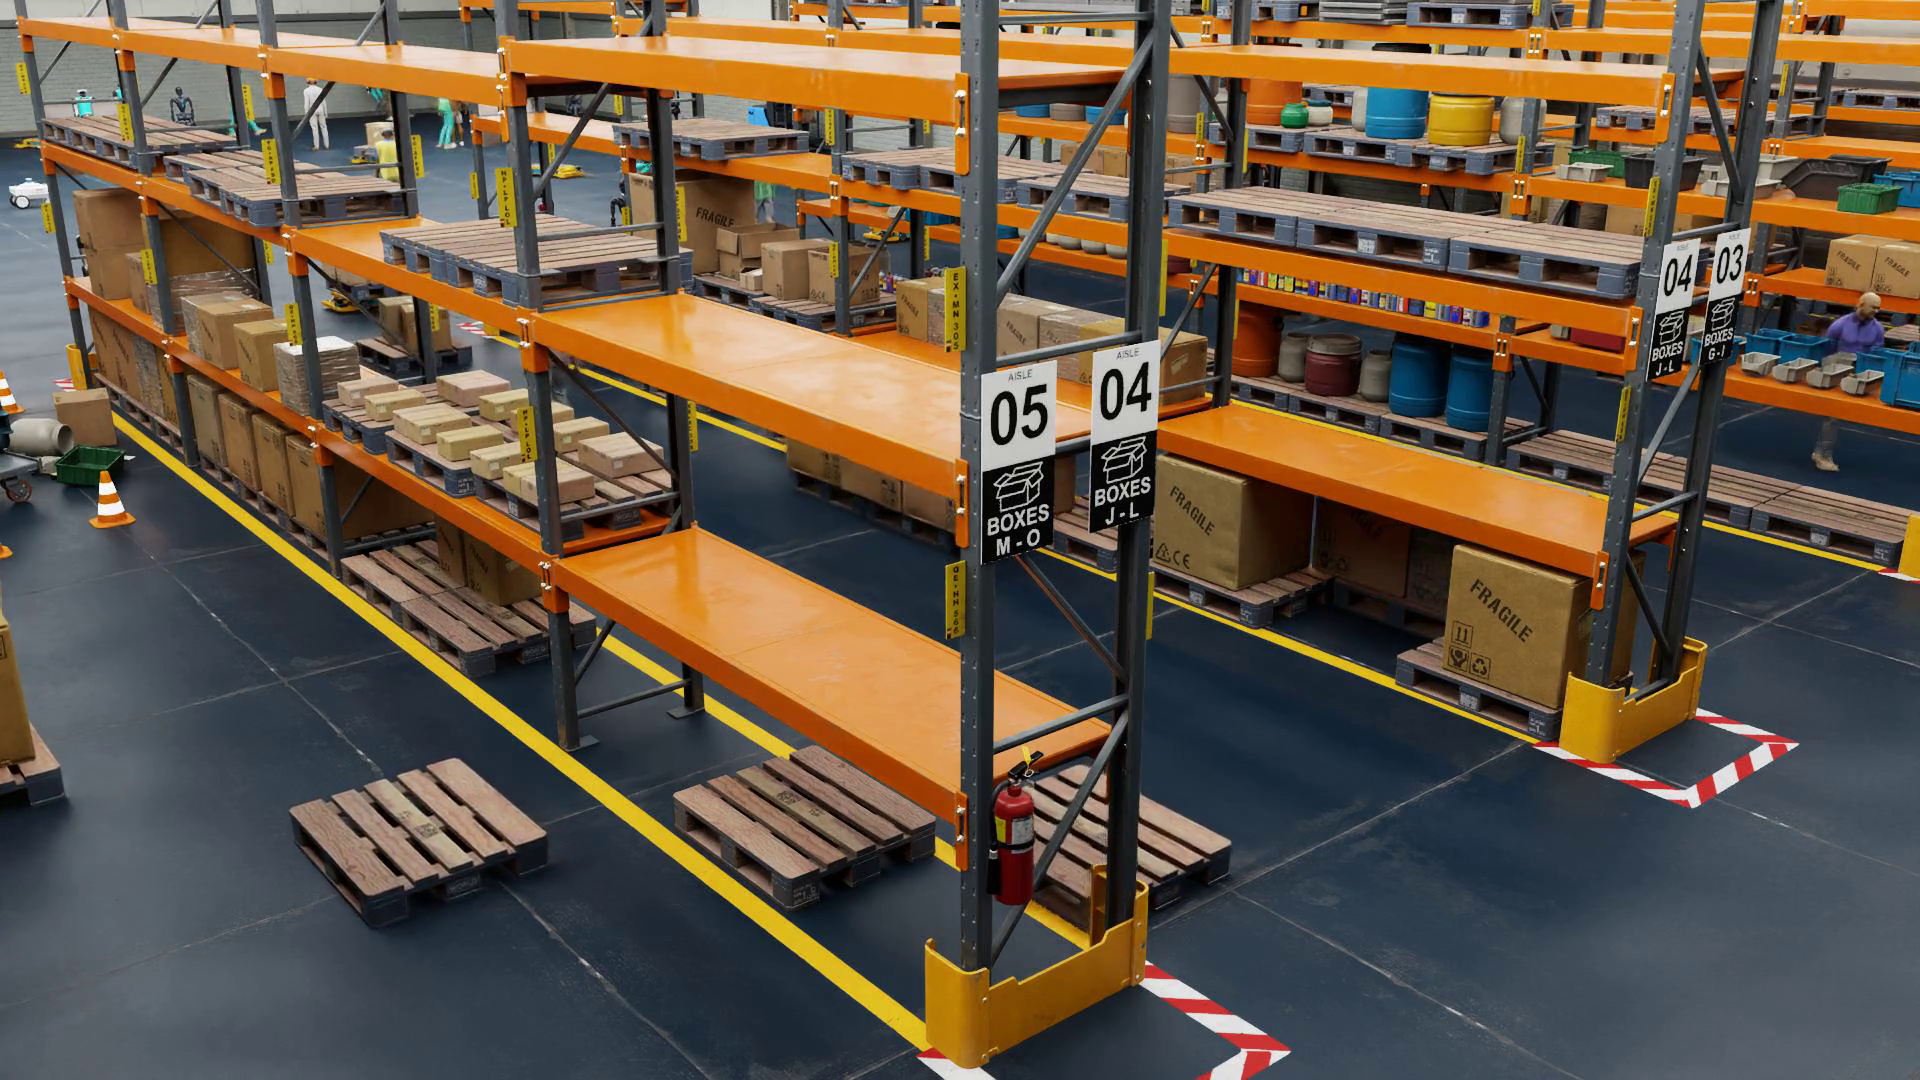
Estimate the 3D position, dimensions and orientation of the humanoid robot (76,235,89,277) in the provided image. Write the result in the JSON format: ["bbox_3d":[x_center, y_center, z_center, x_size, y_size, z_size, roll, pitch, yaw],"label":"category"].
[{"bbox_3d":[-10.263,-3.038,20.167,0.533,1.677,0.735,-15,24,-37],"label":"humanoid robot"}]

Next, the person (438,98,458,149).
[{"bbox_3d":[-13.277,-11.138,43.109,0.460,1.941,0.574,-16,25,-39],"label":"person"}]

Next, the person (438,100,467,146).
[{"bbox_3d":[-13.300,-11.275,43.637,0.798,1.854,0.384,-15,24,-36],"label":"person"}]

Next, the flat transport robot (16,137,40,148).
[{"bbox_3d":[-23.835,-10.408,43.558,1.431,0.231,0.659,-2,19,-6],"label":"flat transport robot"}]

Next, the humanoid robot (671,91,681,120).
[{"bbox_3d":[-7.897,-11.827,45.450,0.599,1.657,0.315,-15,24,-37],"label":"humanoid robot"}]

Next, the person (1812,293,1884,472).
[{"bbox_3d":[8.528,-1.524,16.020,0.613,1.758,0.747,0,19,-1],"label":"person"}]

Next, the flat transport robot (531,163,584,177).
[{"bbox_3d":[-9.353,-8.426,37.917,1.431,0.231,0.659,11,22,28],"label":"flat transport robot"}]

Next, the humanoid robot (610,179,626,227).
[{"bbox_3d":[-4.919,-4.521,24.665,0.599,1.653,0.315,-15,24,-37],"label":"humanoid robot"}]

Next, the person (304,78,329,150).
[{"bbox_3d":[-16.570,-11.003,42.801,0.571,1.897,0.361,-15,24,-36],"label":"person"}]

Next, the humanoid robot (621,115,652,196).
[{"bbox_3d":[-6.588,-7.767,33.889,1.003,1.775,0.530,-1,19,-2],"label":"humanoid robot"}]

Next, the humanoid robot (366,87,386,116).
[{"bbox_3d":[-17.903,-13.886,51.039,0.533,1.677,0.735,-15,24,-37],"label":"humanoid robot"}]

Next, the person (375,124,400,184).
[{"bbox_3d":[-10.378,-6.607,30.313,0.570,1.878,0.480,-9,21,-25],"label":"person"}]

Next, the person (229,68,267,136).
[{"bbox_3d":[-19.890,-12.136,46.083,1.001,1.858,0.513,-5,20,-13],"label":"person"}]

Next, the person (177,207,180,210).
[{"bbox_3d":[-13.424,-6.028,28.546,0.600,1.958,0.376,-15,24,-36],"label":"person"}]

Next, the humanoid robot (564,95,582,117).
[{"bbox_3d":[-10.855,-12.252,46.754,0.600,1.629,0.780,8,21,22],"label":"humanoid robot"}]

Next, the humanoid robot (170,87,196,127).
[{"bbox_3d":[-19.497,-10.525,41.750,0.599,1.653,0.315,-15,24,-37],"label":"humanoid robot"}]

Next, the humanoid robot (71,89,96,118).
[{"bbox_3d":[-20.645,-9.824,39.487,0.533,1.672,0.735,-15,24,-37],"label":"humanoid robot"}]

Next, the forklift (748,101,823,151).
[{"bbox_3d":[-4.526,-11.368,42.374,1.129,2.768,1.873,-15,24,-37],"label":"forklift"}]

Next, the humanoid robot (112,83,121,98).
[{"bbox_3d":[-20.825,-10.611,41.726,0.533,1.672,0.735,-15,24,-37],"label":"humanoid robot"}]

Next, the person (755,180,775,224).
[{"bbox_3d":[-3.374,-5.763,28.188,0.516,1.689,0.939,-9,21,-24],"label":"person"}]

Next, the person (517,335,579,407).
[{"bbox_3d":[-4.064,-1.799,16.585,0.632,1.918,0.719,-14,24,-35],"label":"person"}]

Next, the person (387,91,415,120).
[{"bbox_3d":[-17.129,-13.759,50.730,0.971,1.832,0.529,-11,22,-29],"label":"person"}]

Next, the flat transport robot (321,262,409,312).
[{"bbox_3d":[-8.337,-3.485,23.854,1.431,0.231,0.659,-15,24,-37],"label":"flat transport robot"}]

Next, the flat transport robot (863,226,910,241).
[{"bbox_3d":[-0.957,-5.503,29.598,1.431,0.231,0.659,-15,24,-37],"label":"flat transport robot"}]

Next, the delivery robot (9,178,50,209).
[{"bbox_3d":[-18.502,-6.909,33.124,0.739,0.566,0.499,-15,24,-37],"label":"delivery robot"}]

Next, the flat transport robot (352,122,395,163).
[{"bbox_3d":[-13.872,-9.214,40.159,1.431,0.231,0.659,4,20,12],"label":"flat transport robot"}]
